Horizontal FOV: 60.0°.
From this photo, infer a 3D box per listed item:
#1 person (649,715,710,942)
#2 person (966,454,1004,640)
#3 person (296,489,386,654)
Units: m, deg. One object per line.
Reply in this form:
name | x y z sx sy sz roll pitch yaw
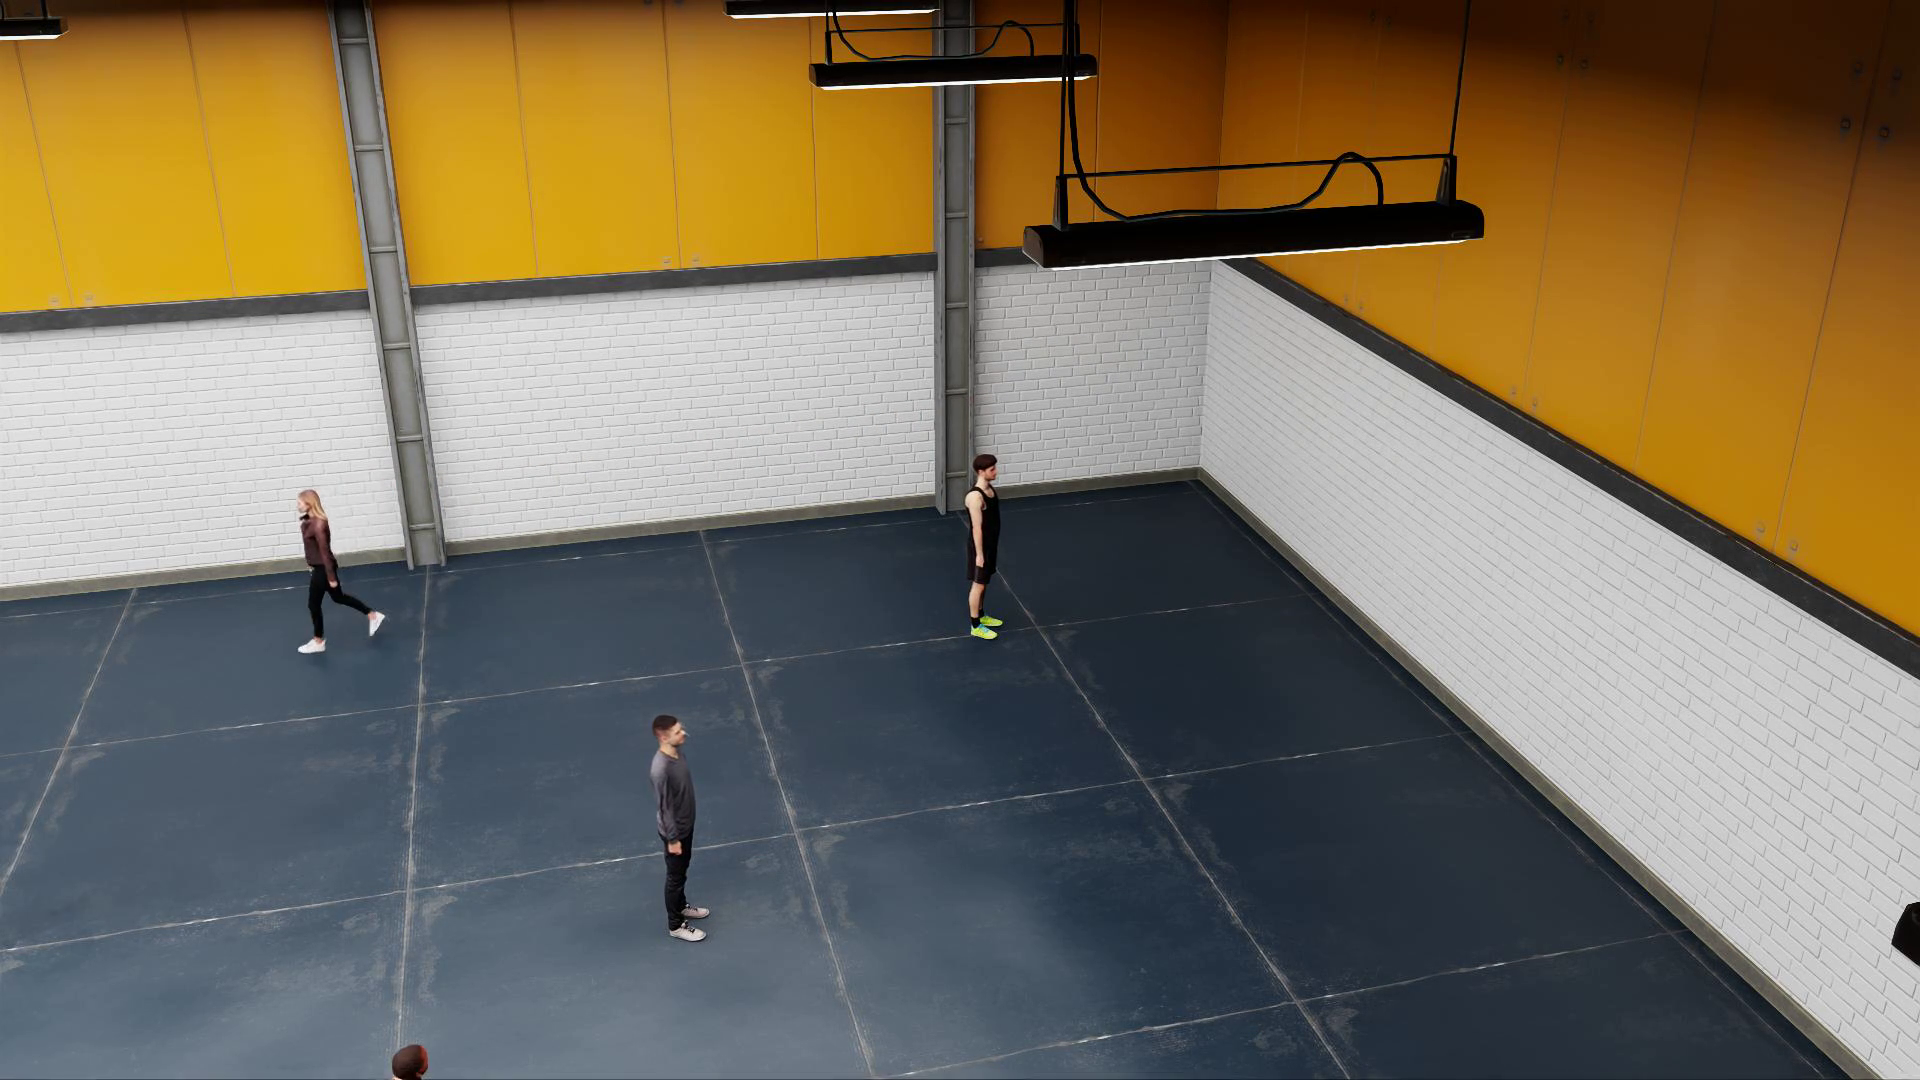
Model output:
person | -2.050 2.048 11.981 0.627 1.761 0.669 0 24 0
person | 0.231 0.038 16.417 0.756 1.890 0.780 5 24 12
person | -6.073 0.283 16.125 1.095 1.676 0.691 -9 25 -20
